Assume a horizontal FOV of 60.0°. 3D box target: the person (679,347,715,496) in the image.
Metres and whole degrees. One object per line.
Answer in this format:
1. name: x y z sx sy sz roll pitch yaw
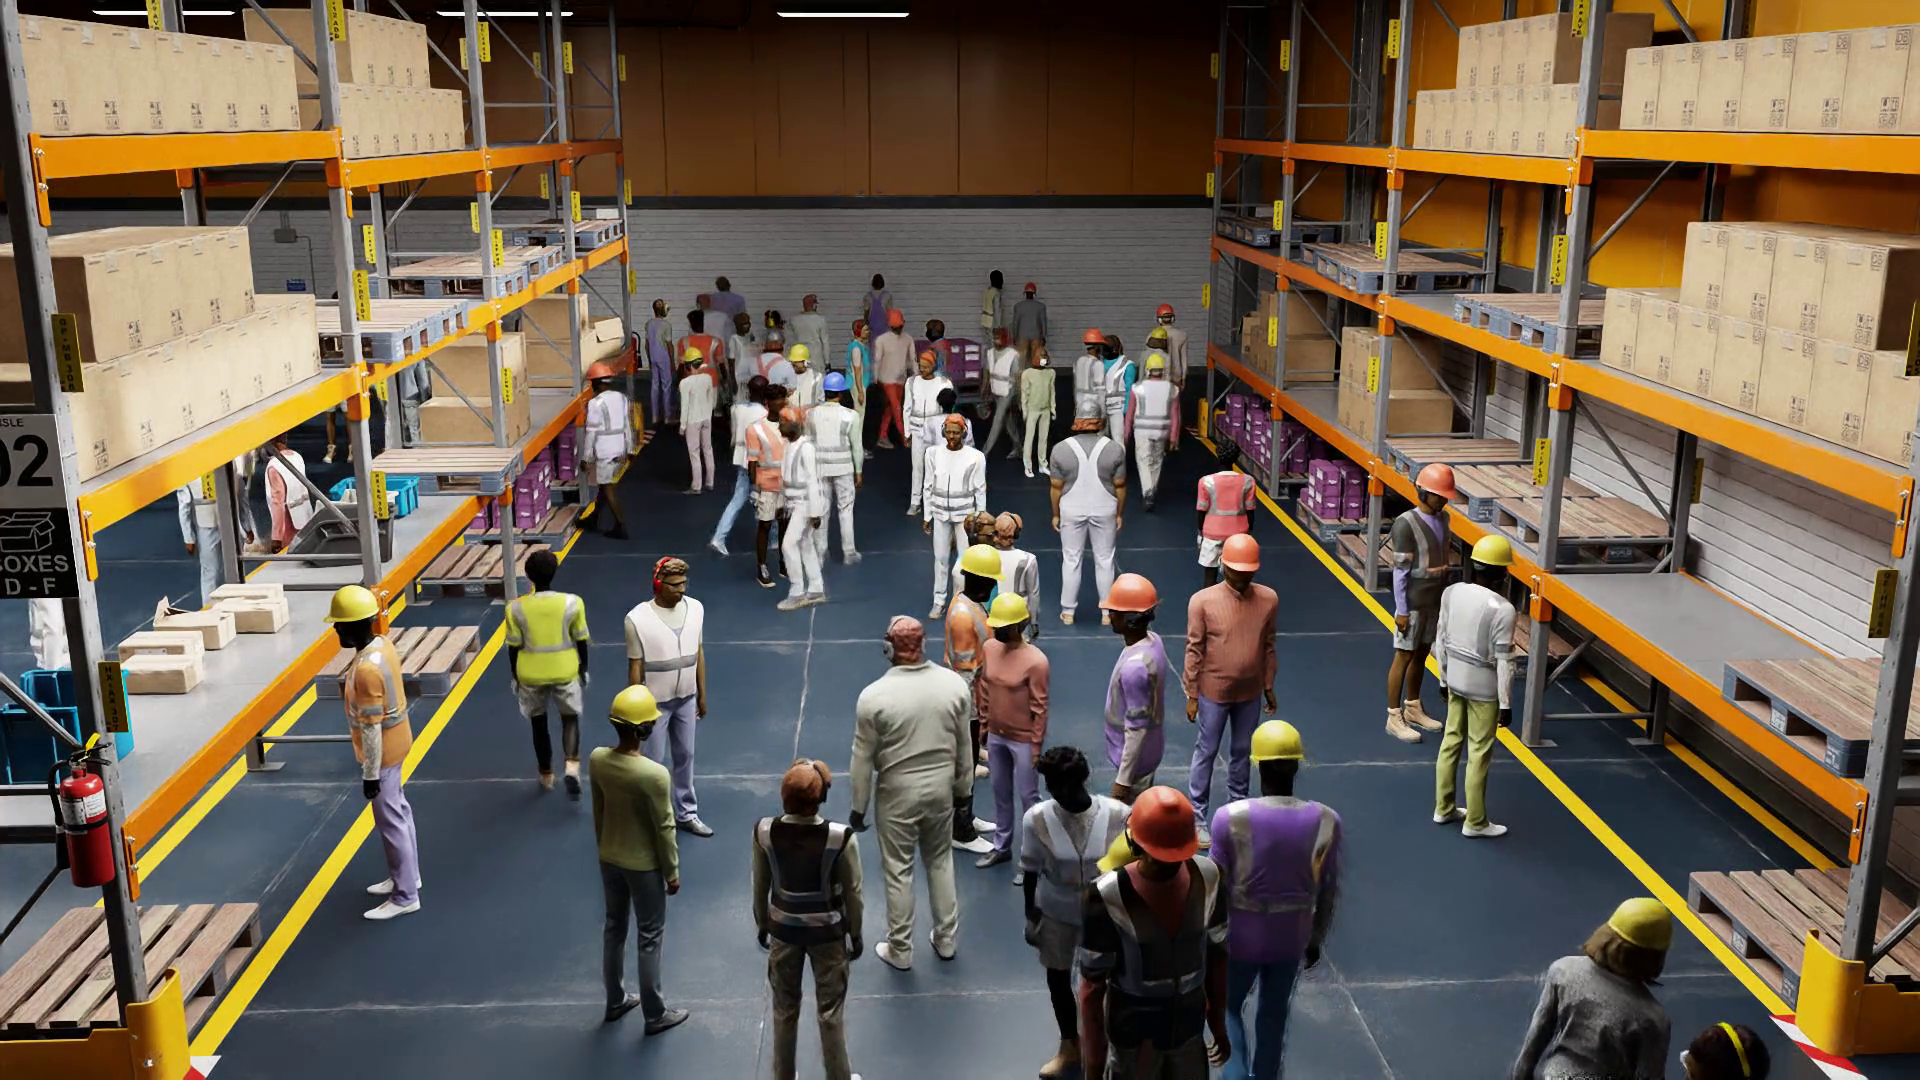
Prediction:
1. person: -3.144 -1.407 19.792 0.312 1.768 0.522 9 17 33

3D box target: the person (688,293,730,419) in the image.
1. person: -3.696 -2.717 24.691 0.677 1.885 0.486 -8 16 -28

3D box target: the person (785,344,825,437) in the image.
1. person: -1.881 -1.409 19.673 0.591 1.829 0.404 -1 14 -3

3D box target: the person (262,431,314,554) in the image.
1. person: -5.817 -0.109 14.425 0.414 1.906 0.598 -1 14 -5

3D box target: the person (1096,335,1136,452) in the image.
1. person: 1.834 -1.603 20.425 0.620 1.838 0.430 11 18 36

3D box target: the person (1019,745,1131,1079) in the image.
1. person: 0.568 1.710 7.765 0.595 1.659 0.412 0 14 0

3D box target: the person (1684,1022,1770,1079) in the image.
1. person: 2.342 2.285 5.150 0.565 1.837 0.619 12 18 38

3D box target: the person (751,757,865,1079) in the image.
1. person: -0.684 1.780 7.534 0.522 1.636 0.310 3 15 11

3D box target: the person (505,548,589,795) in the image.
1. person: -2.693 0.894 10.910 0.539 1.679 0.557 -4 15 -14

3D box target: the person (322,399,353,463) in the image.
1. person: -8.095 -2.006 21.590 0.610 2.043 0.397 0 14 -2

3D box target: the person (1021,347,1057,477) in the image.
1. person: 0.990 -1.610 20.844 0.500 1.636 0.280 -8 16 -29

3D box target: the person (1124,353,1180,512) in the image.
1. person: 2.202 -1.220 19.004 0.629 1.798 0.801 -1 14 -3

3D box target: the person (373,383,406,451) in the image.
1. person: -7.468 -2.023 21.969 0.524 1.902 0.694 4 15 15

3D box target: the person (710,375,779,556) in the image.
1. person: -2.170 -0.766 17.088 0.993 1.878 0.603 -13 19 -42

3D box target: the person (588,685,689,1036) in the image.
1. person: -1.580 1.559 8.162 0.526 1.760 0.335 10 17 33

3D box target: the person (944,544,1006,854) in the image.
1. person: 0.086 0.959 10.199 0.381 1.918 0.585 1 14 2

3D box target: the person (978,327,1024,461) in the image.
1. person: 0.497 -1.882 21.621 1.014 1.774 0.608 -11 18 -37

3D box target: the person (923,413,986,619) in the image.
1. person: -0.052 -0.202 14.852 0.581 1.879 0.365 5 15 17

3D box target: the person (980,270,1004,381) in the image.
1. person: 0.554 -3.575 27.998 0.372 1.916 0.596 -5 15 -19

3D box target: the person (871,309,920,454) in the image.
1. person: -0.832 -2.123 22.271 0.648 1.923 1.023 -13 19 -42

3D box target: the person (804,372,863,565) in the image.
1. person: -1.261 -0.713 16.703 0.616 1.945 0.404 4 15 14

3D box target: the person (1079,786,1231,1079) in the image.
1. person: 0.759 1.880 6.377 0.611 2.028 0.409 -5 15 -20

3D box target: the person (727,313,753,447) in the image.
1. person: -2.977 -2.176 22.676 0.342 1.839 0.504 6 15 21

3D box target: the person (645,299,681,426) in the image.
1. person: -4.361 -2.591 24.290 0.524 1.842 0.326 10 17 34

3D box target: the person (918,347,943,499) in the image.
1. person: -0.370 -1.374 19.561 0.496 1.813 0.530 -2 14 -9

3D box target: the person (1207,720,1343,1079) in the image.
1. person: 1.328 1.721 7.255 0.634 1.886 0.498 -1 14 -5

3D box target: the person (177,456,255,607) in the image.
1. person: -6.436 -0.099 14.385 0.400 1.908 0.597 12 18 38

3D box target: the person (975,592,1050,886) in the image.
1. person: 0.299 1.151 9.764 0.330 1.761 0.523 -14 20 -43

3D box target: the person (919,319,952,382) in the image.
1. person: -0.324 -1.986 21.912 0.429 1.844 0.625 2 14 8

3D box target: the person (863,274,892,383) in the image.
1. person: -1.369 -3.569 28.120 0.507 1.847 0.343 2 14 7

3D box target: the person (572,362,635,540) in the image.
1. person: -3.875 -0.958 17.761 0.797 1.895 0.588 6 16 23

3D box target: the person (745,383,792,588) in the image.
1. person: -1.764 -0.536 15.970 0.616 1.963 0.361 -12 19 -39

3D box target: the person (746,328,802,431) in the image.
1. person: -2.103 -1.558 19.835 0.709 2.000 1.007 10 17 34

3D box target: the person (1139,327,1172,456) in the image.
1. person: 2.585 -1.953 22.005 0.492 1.732 0.324 11 18 37

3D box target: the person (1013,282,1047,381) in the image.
1. person: 1.159 -3.408 27.669 0.573 1.749 0.343 0 14 0

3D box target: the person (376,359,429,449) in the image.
1. person: -6.934 -1.734 20.729 0.631 1.940 0.372 -3 15 -10

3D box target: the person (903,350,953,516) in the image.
1. person: -0.365 -1.198 18.729 0.572 1.886 0.354 3 15 11

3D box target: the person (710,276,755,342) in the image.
1. person: -3.784 -3.306 26.954 0.758 1.922 0.704 6 15 22

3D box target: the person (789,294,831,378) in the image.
1. person: -2.164 -2.645 24.371 0.642 1.909 0.409 6 16 23

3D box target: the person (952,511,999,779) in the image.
1. person: 0.107 0.696 11.376 0.328 1.844 0.513 5 15 19

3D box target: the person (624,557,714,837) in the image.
1. person: -1.803 0.987 10.259 0.395 1.836 0.561 13 19 42

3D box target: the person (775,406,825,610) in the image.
1. person: -1.539 -0.296 15.229 0.670 1.862 0.586 -6 15 -21

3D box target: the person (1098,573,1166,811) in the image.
1. person: 0.925 1.176 9.100 0.374 2.043 0.611 3 15 12

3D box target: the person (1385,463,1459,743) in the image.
1. person: 3.349 0.440 12.008 0.604 2.034 0.386 -13 19 -42

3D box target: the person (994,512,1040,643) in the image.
1. person: 0.332 0.604 12.147 0.523 1.639 0.306 5 15 18

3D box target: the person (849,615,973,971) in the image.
1. person: -0.258 1.330 8.816 0.673 1.888 0.414 -7 16 -27

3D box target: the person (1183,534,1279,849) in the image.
1. person: 1.672 0.919 10.208 0.621 1.990 0.396 -4 15 -17

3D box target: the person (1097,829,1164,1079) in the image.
1. person: 0.673 1.961 6.562 0.301 1.772 0.525 -2 14 -8

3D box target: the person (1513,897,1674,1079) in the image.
1. person: 2.351 2.094 6.183 0.787 1.684 0.563 -10 17 -34

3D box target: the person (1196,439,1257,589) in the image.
1. person: 2.329 -0.044 14.593 0.535 1.691 0.317 -1 14 -3

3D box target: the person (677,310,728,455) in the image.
1. person: -3.451 -2.119 22.272 0.669 1.915 0.894 -3 15 -10

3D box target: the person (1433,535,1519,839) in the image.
1. person: 3.237 0.906 10.393 0.384 1.922 0.594 -8 16 -27

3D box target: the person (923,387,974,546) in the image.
1. person: -0.124 -0.761 17.453 0.538 1.674 0.725 1 14 4

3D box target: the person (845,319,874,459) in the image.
1. person: -1.337 -1.995 21.935 0.380 1.845 0.570 -1 14 -4

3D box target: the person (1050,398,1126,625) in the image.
1. person: 1.131 -0.259 14.737 0.673 2.000 0.535 1 14 4

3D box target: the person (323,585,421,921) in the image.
1. person: -3.292 1.180 9.345 0.407 1.917 0.583 -4 15 -14

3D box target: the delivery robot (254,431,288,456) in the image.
1. delivery robot: -9.197 -1.378 21.906 0.477 0.478 0.707 3 15 12

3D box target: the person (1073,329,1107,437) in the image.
1. person: 1.582 -1.586 20.221 0.520 1.913 0.646 -10 17 -34

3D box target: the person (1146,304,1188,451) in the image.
1. person: 2.762 -2.178 22.376 0.610 1.986 0.393 -4 15 -14
